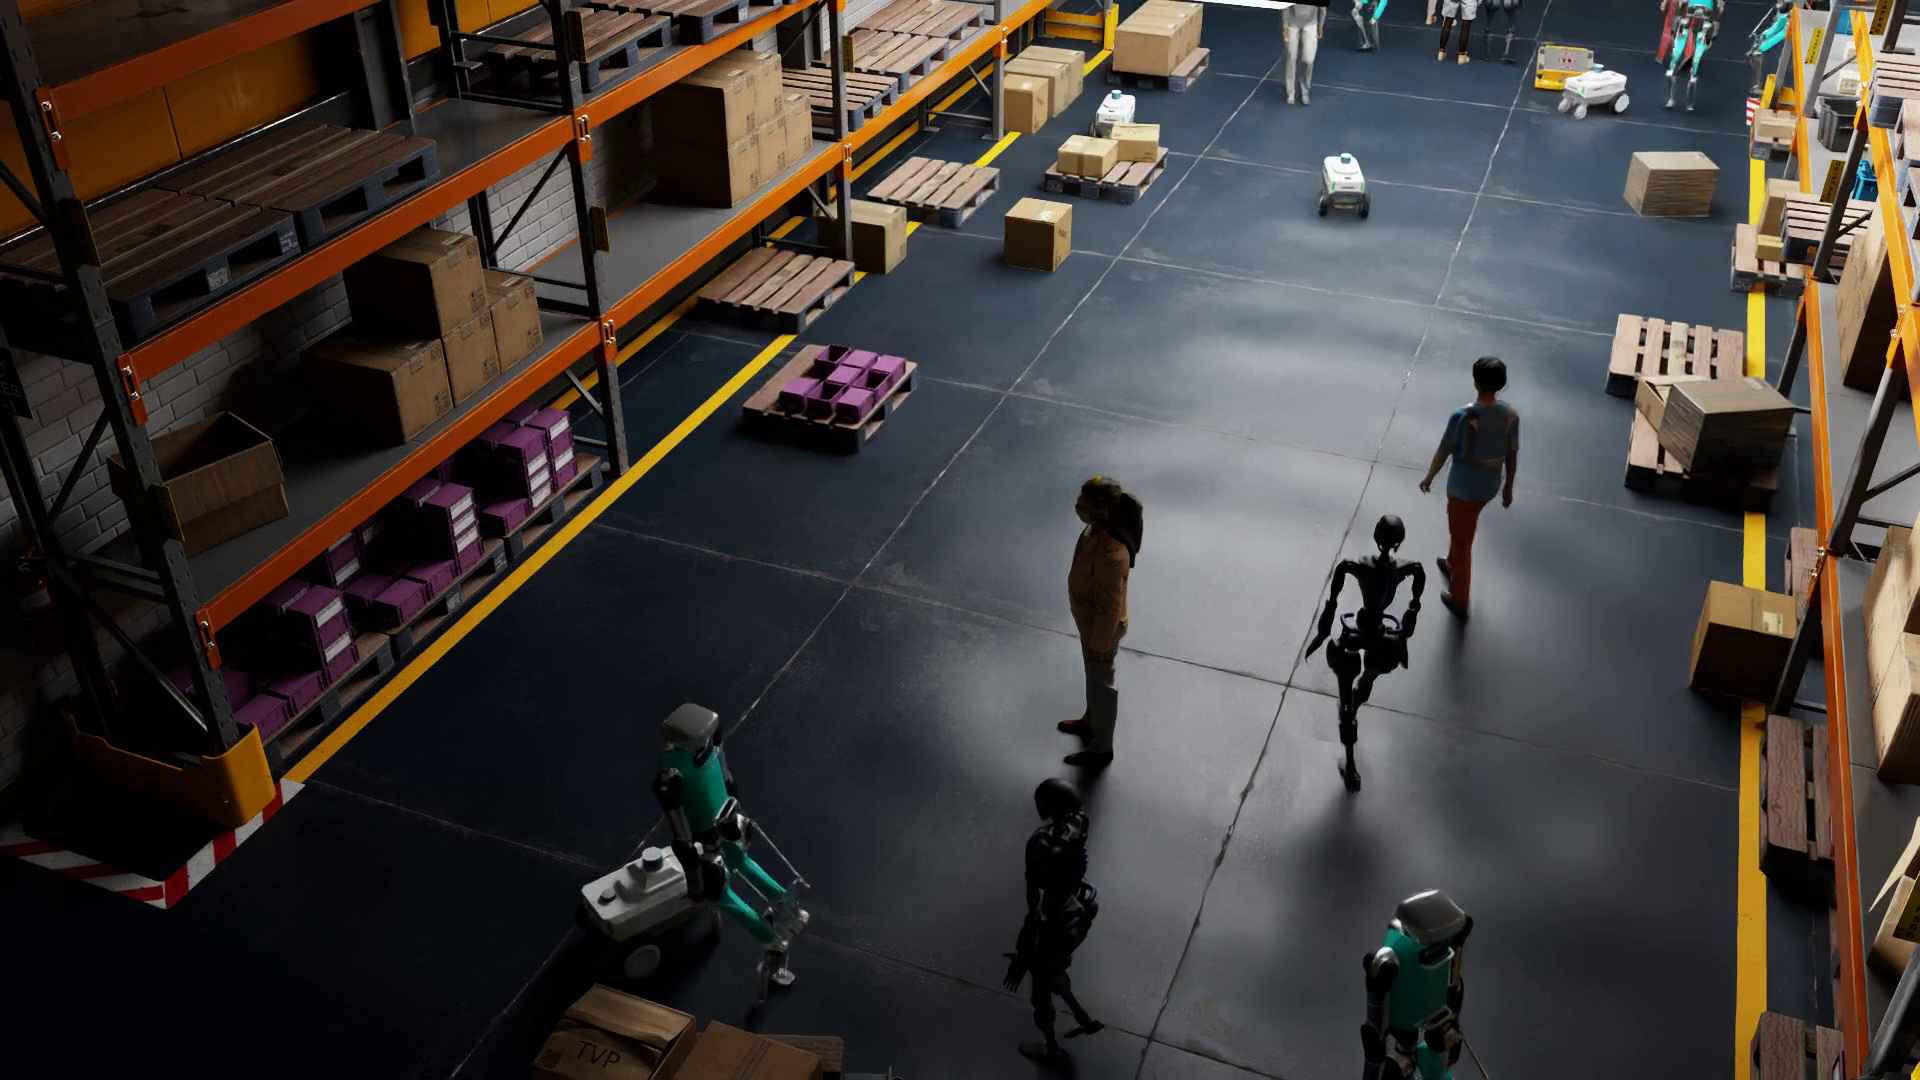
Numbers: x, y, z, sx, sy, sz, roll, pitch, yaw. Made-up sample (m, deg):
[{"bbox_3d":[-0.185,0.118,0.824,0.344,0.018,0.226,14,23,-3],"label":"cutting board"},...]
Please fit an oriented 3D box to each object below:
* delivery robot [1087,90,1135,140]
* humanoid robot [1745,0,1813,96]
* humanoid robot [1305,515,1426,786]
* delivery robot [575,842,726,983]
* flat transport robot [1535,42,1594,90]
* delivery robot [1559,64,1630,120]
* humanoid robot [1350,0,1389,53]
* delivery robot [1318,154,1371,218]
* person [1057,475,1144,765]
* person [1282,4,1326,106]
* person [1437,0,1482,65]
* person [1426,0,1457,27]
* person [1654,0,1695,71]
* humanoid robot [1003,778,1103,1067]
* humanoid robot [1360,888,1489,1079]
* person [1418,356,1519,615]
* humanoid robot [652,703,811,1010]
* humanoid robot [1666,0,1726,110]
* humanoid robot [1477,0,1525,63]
[{"bbox_3d":[1.736,-4.732,18.648,0.499,0.592,0.774,8,34,12],"label":"delivery robot"},{"bbox_3d":[9.705,-6.181,19.799,0.820,1.756,0.531,-7,34,-11],"label":"humanoid robot"},{"bbox_3d":[2.289,0.554,9.481,0.600,1.626,0.768,-1,33,-2],"label":"humanoid robot"},{"bbox_3d":[-1.569,1.835,8.491,0.769,0.598,0.502,-22,39,-30],"label":"delivery robot"},{"bbox_3d":[7.520,-5.879,20.691,0.659,0.231,1.431,10,34,15],"label":"flat transport robot"},{"bbox_3d":[7.445,-5.257,19.482,0.811,0.614,0.499,-15,36,-22],"label":"delivery robot"},{"bbox_3d":[5.313,-7.085,21.244,0.817,1.808,0.549,-19,37,-27],"label":"humanoid robot"},{"bbox_3d":[3.901,-3.616,16.939,0.499,0.610,0.811,2,33,3],"label":"delivery robot"},{"bbox_3d":[0.798,0.452,9.415,0.411,1.877,0.551,-1,33,-1],"label":"person"},{"bbox_3d":[4.005,-5.999,19.391,0.508,1.879,0.542,4,33,6],"label":"person"},{"bbox_3d":[6.315,-6.841,20.871,0.534,1.692,0.320,20,38,28],"label":"person"},{"bbox_3d":[6.560,-7.806,22.281,0.481,1.776,0.322,24,40,32],"label":"person"},{"bbox_3d":[8.997,-6.684,20.594,0.560,1.734,0.714,2,33,2],"label":"person"},{"bbox_3d":[0.460,1.775,7.551,0.404,1.647,0.596,17,36,24],"label":"humanoid robot"},{"bbox_3d":[1.946,2.217,6.813,0.547,1.727,1.029,-20,38,-28],"label":"humanoid robot"},{"bbox_3d":[3.294,-0.398,10.852,0.501,1.736,0.752,-9,34,-14],"label":"person"},{"bbox_3d":[-0.986,1.572,7.846,0.760,1.825,0.552,10,34,15],"label":"humanoid robot"},{"bbox_3d":[8.461,-5.811,19.216,0.531,1.773,0.660,16,36,24],"label":"humanoid robot"},{"bbox_3d":[6.813,-6.819,20.853,0.605,1.647,0.467,9,34,14],"label":"humanoid robot"}]
